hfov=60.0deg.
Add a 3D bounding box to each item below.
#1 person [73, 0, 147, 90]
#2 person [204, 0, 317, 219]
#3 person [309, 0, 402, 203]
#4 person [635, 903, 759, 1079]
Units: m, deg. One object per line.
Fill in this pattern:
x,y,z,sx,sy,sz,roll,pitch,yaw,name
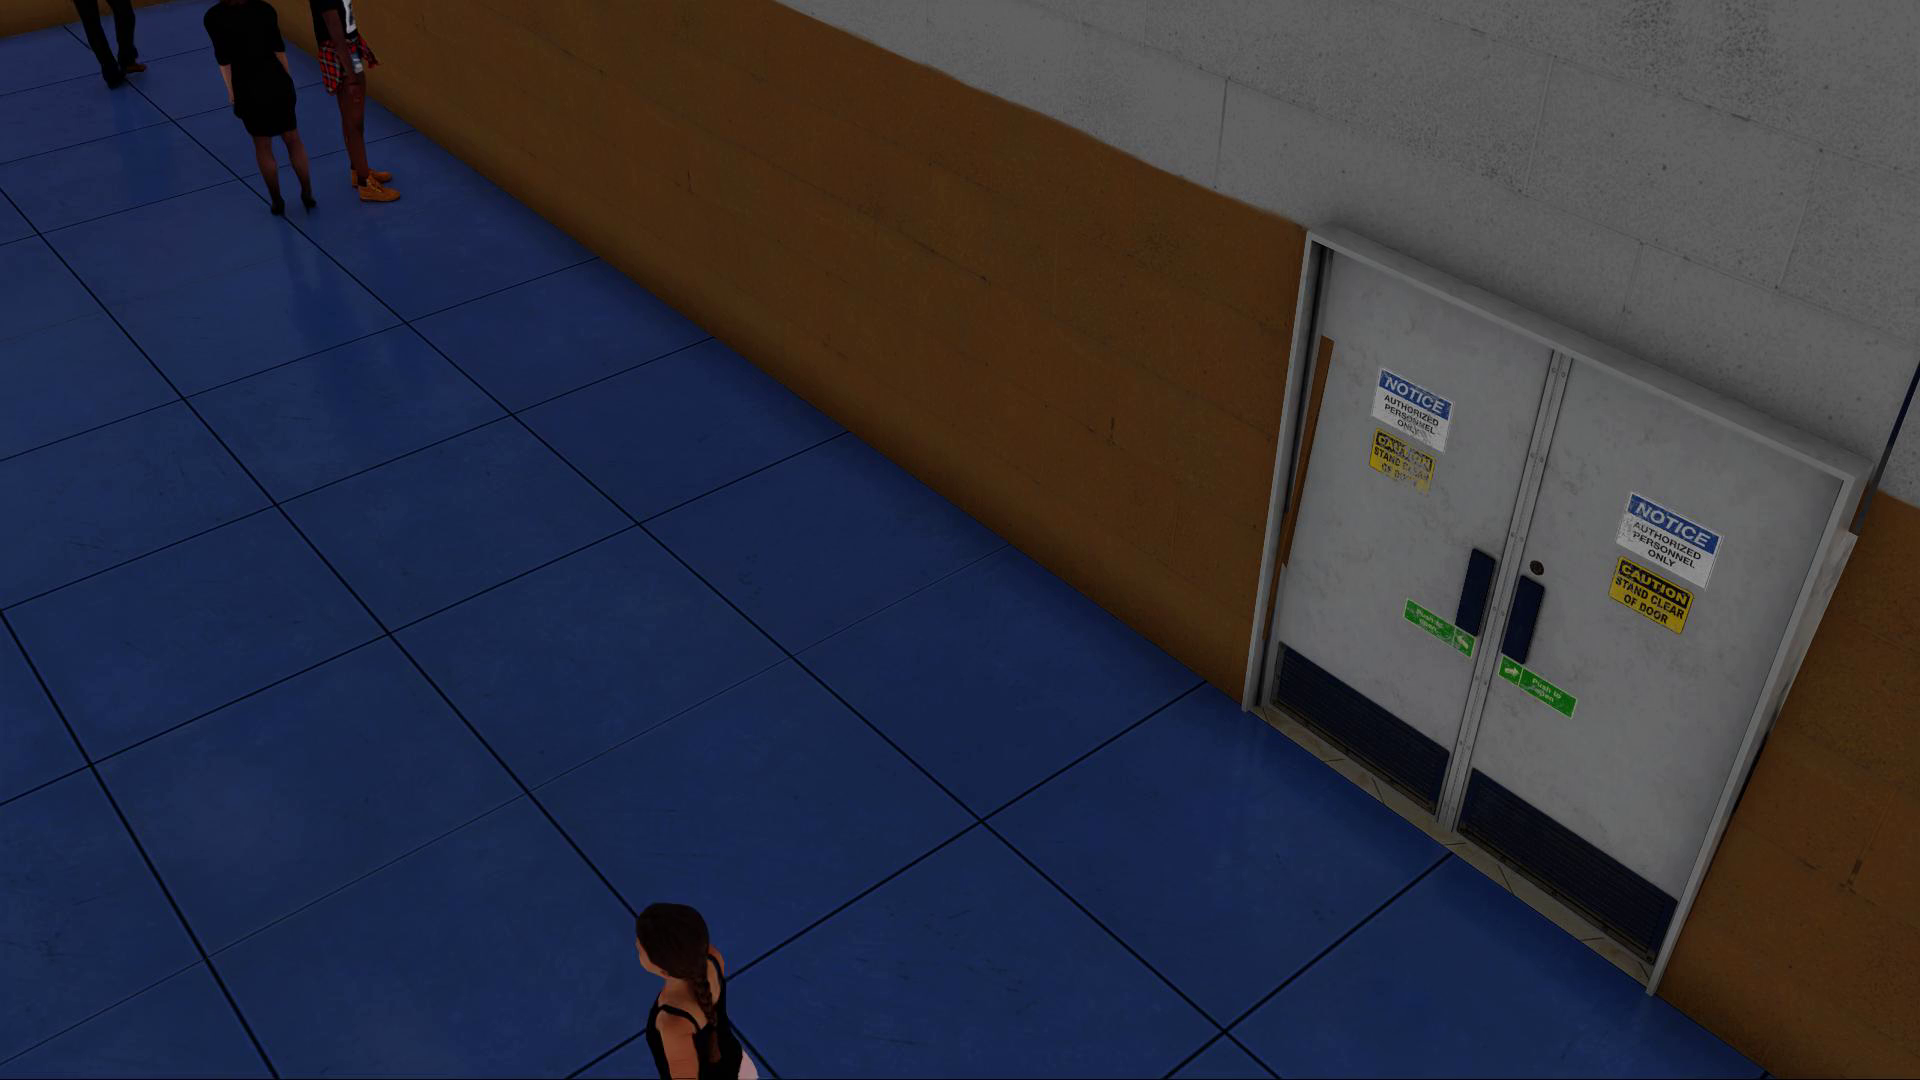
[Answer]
-6.571,-4.245,12.474,0.744,1.746,0.846,-4,37,-6,person
-4.493,-2.903,10.705,0.495,1.707,0.683,-18,41,-23,person
-4.063,-3.106,10.974,0.705,1.726,0.697,-12,39,-16,person
-0.659,1.633,4.826,0.901,1.526,0.957,12,38,15,person
